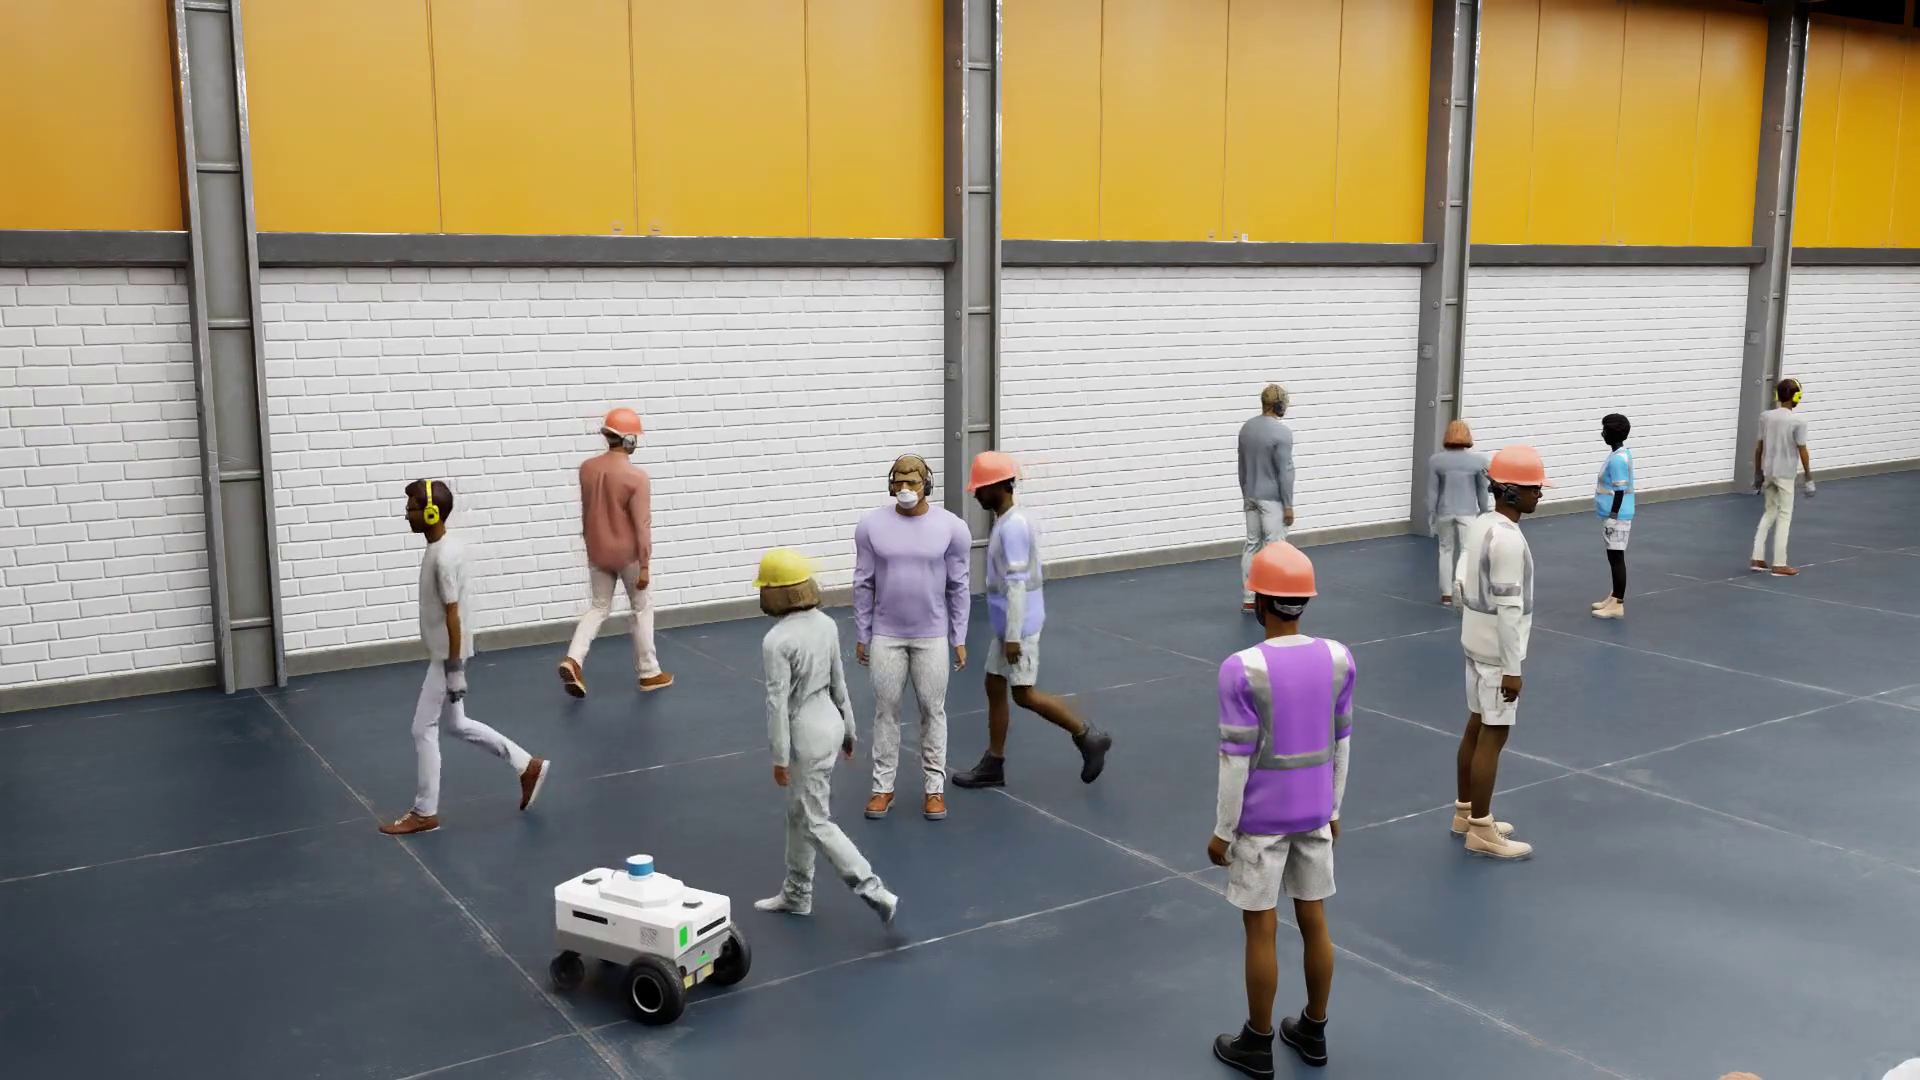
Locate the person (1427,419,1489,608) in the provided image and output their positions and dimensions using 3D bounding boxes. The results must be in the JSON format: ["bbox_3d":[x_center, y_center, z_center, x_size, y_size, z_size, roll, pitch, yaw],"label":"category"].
[{"bbox_3d":[4.196,-0.215,14.074,0.508,1.613,0.642,4,10,23],"label":"person"}]

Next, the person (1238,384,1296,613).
[{"bbox_3d":[2.542,-0.322,13.778,0.380,1.935,0.663,-5,11,-29],"label":"person"}]

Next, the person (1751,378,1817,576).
[{"bbox_3d":[7.712,-0.579,15.559,0.392,1.859,0.534,-4,10,-21],"label":"person"}]

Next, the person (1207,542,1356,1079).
[{"bbox_3d":[1.137,0.969,5.977,0.542,1.939,0.366,-4,10,-21],"label":"person"}]

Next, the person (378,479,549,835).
[{"bbox_3d":[-2.584,0.591,8.564,0.804,1.847,0.521,-3,10,-17],"label":"person"}]

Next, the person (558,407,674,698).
[{"bbox_3d":[-2.326,0.090,11.169,0.644,1.979,0.768,5,11,27],"label":"person"}]

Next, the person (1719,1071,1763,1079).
[{"bbox_3d":[1.243,1.654,2.750,0.523,1.638,0.311,-7,12,-38],"label":"person"}]

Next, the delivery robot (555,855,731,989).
[{"bbox_3d":[-1.271,1.502,6.640,0.707,0.478,0.477,5,11,29],"label":"delivery robot"}]

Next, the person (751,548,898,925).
[{"bbox_3d":[-0.584,0.879,7.230,0.736,1.703,0.519,4,10,25],"label":"person"}]

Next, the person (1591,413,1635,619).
[{"bbox_3d":[5.404,-0.201,13.749,0.317,1.696,0.540,4,10,22],"label":"person"}]

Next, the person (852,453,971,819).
[{"bbox_3d":[-0.256,0.508,8.752,0.627,1.940,0.372,1,9,5],"label":"person"}]

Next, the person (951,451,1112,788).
[{"bbox_3d":[0.398,0.455,9.210,0.822,1.897,0.607,-1,9,-3],"label":"person"}]

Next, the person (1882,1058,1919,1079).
[{"bbox_3d":[1.771,1.540,2.913,0.600,1.809,0.871,0,9,-3],"label":"person"}]

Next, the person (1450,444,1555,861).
[{"bbox_3d":[2.687,0.543,8.226,0.393,2.041,0.613,1,9,5],"label":"person"}]
